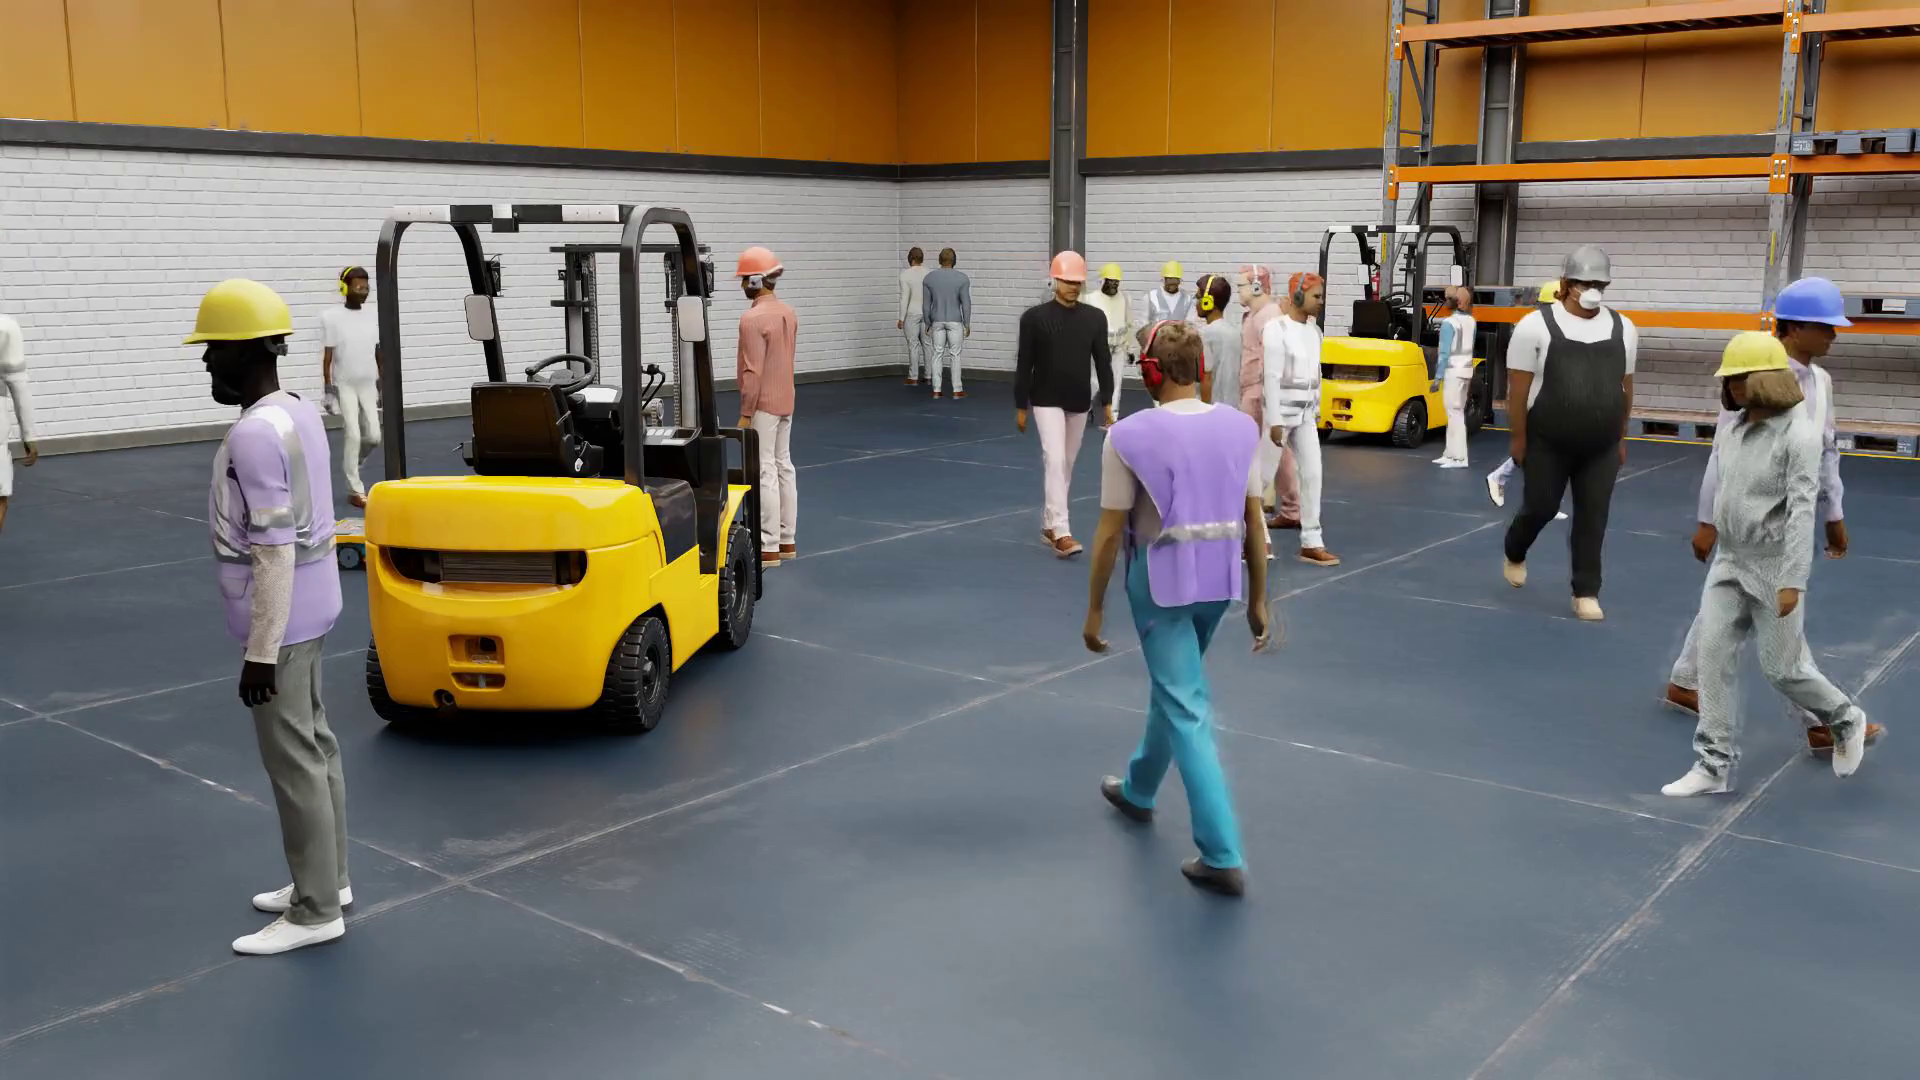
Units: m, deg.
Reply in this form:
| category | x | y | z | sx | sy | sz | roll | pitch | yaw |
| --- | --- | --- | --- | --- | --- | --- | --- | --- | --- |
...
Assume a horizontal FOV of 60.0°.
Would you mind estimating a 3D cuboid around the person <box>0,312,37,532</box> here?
| category | x | y | z | sx | sy | sz | roll | pitch | yaw |
| --- | --- | --- | --- | --- | --- | --- | --- | --- | --- |
| person | -5.396 | -0.582 | 9.017 | 0.636 | 2.012 | 0.845 | -3 | 11 | -16 |

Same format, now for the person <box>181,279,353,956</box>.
| category | x | y | z | sx | sy | sz | roll | pitch | yaw |
| --- | --- | --- | --- | --- | --- | --- | --- | --- | --- |
| person | -1.975 | 0.224 | 4.774 | 0.372 | 1.925 | 0.596 | -2 | 10 | -12 |

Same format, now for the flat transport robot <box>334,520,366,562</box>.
| category | x | y | z | sx | sy | sz | roll | pitch | yaw |
| --- | --- | --- | --- | --- | --- | --- | --- | --- | --- |
| flat transport robot | -3.447 | 0.007 | 10.564 | 1.431 | 0.197 | 0.652 | 0 | 10 | 1 |

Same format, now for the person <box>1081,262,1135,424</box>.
| category | x | y | z | sx | sy | sz | roll | pitch | yaw |
| --- | --- | --- | --- | --- | --- | --- | --- | --- | --- |
| person | 1.571 | -2.082 | 17.910 | 0.604 | 1.804 | 0.542 | -3 | 11 | -16 |

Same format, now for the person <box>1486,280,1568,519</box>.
| category | x | y | z | sx | sy | sz | roll | pitch | yaw |
| --- | --- | --- | --- | --- | --- | --- | --- | --- | --- |
| person | 4.236 | -1.031 | 12.232 | 0.527 | 1.751 | 0.521 | -8 | 13 | -37 |

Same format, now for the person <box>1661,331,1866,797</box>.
| category | x | y | z | sx | sy | sz | roll | pitch | yaw |
| --- | --- | --- | --- | --- | --- | --- | --- | --- | --- |
| person | 2.973 | 0.097 | 6.066 | 0.725 | 1.713 | 0.498 | -3 | 11 | -18 |

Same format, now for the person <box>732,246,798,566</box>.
| category | x | y | z | sx | sy | sz | roll | pitch | yaw |
| --- | --- | --- | --- | --- | --- | --- | --- | --- | --- |
| person | -1.223 | -0.832 | 10.438 | 0.377 | 1.995 | 0.611 | 3 | 11 | 18 |

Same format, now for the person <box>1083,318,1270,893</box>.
| category | x | y | z | sx | sy | sz | roll | pitch | yaw |
| --- | --- | --- | --- | --- | --- | --- | --- | --- | --- |
| person | 0.692 | 0.179 | 5.427 | 0.580 | 1.781 | 0.991 | -5 | 12 | -28 |

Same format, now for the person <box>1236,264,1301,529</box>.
| category | x | y | z | sx | sy | sz | roll | pitch | yaw |
| --- | --- | --- | --- | --- | --- | --- | --- | --- | --- |
| person | 1.994 | -0.991 | 11.679 | 0.963 | 1.855 | 0.679 | 2 | 10 | 11 |

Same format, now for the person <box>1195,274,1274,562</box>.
| category | x | y | z | sx | sy | sz | roll | pitch | yaw |
| --- | --- | --- | --- | --- | --- | --- | --- | --- | --- |
| person | 1.616 | -0.769 | 10.586 | 1.004 | 1.825 | 0.540 | 9 | 14 | 42 |

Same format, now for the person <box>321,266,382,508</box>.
| category | x | y | z | sx | sy | sz | roll | pitch | yaw |
| --- | --- | --- | --- | --- | --- | --- | --- | --- | --- |
| person | -4.678 | -1.176 | 12.770 | 0.581 | 1.845 | 0.562 | 9 | 14 | 42 |

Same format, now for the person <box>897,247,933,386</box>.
| category | x | y | z | sx | sy | sz | roll | pitch | yaw |
| --- | --- | --- | --- | --- | --- | --- | --- | --- | --- |
| person | -0.605 | -3.128 | 23.311 | 0.627 | 1.941 | 0.370 | -8 | 13 | -37 |

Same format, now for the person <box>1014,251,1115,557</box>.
| category | x | y | z | sx | sy | sz | roll | pitch | yaw |
| --- | --- | --- | --- | --- | --- | --- | --- | --- | --- |
| person | 0.714 | -0.871 | 10.745 | 0.616 | 1.952 | 0.922 | -4 | 11 | -20 |

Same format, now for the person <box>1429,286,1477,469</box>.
| category | x | y | z | sx | sy | sz | roll | pitch | yaw |
| --- | --- | --- | --- | --- | --- | --- | --- | --- | --- |
| person | 4.434 | -1.446 | 14.938 | 0.539 | 1.631 | 0.524 | 9 | 14 | 41 |

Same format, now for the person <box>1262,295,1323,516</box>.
| category | x | y | z | sx | sy | sz | roll | pitch | yaw |
| --- | --- | --- | --- | --- | --- | --- | --- | --- | --- |
| person | 2.416 | -0.977 | 12.243 | 0.500 | 1.633 | 0.285 | 5 | 12 | 27 |

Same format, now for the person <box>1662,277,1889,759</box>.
| category | x | y | z | sx | sy | sz | roll | pitch | yaw |
| --- | --- | --- | --- | --- | --- | --- | --- | --- | --- |
| person | 3.319 | -0.104 | 6.708 | 0.618 | 1.884 | 1.024 | -8 | 13 | -37 |

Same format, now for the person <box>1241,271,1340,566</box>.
| category | x | y | z | sx | sy | sz | roll | pitch | yaw |
| --- | --- | --- | --- | --- | --- | --- | --- | --- | --- |
| person | 2.057 | -0.791 | 10.635 | 0.586 | 1.847 | 0.930 | -7 | 13 | -36 |

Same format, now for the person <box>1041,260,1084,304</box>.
| category | x | y | z | sx | sy | sz | roll | pitch | yaw |
| --- | --- | --- | --- | --- | --- | --- | --- | --- | --- |
| person | 1.138 | -2.536 | 20.364 | 0.661 | 1.815 | 0.783 | -10 | 14 | -43 |

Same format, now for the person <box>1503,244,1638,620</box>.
| category | x | y | z | sx | sy | sz | roll | pitch | yaw |
| --- | --- | --- | --- | --- | --- | --- | --- | --- | --- |
| person | 3.327 | -0.618 | 9.124 | 0.694 | 2.000 | 0.774 | 0 | 10 | 1 |

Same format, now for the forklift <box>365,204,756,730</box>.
| category | x | y | z | sx | sy | sz | roll | pitch | yaw |
| --- | --- | --- | --- | --- | --- | --- | --- | --- | --- |
| forklift | -1.766 | -0.406 | 7.525 | 1.214 | 2.155 | 2.313 | 1 | 10 | 7 |

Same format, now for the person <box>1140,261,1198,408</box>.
| category | x | y | z | sx | sy | sz | roll | pitch | yaw |
| --- | --- | --- | --- | --- | --- | --- | --- | --- | --- |
| person | 2.288 | -2.099 | 17.963 | 0.613 | 1.803 | 0.726 | -2 | 10 | -10 |

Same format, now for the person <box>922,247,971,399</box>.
| category | x | y | z | sx | sy | sz | roll | pitch | yaw |
| --- | --- | --- | --- | --- | --- | --- | --- | --- | --- |
| person | -0.166 | -2.775 | 21.359 | 0.635 | 1.937 | 0.352 | 3 | 11 | 15 |

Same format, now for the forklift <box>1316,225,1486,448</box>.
| category | x | y | z | sx | sy | sz | roll | pitch | yaw |
| --- | --- | --- | --- | --- | --- | --- | --- | --- | --- |
| forklift | 4.449 | -2.115 | 16.993 | 1.214 | 2.155 | 2.313 | 8 | 13 | 38 |
